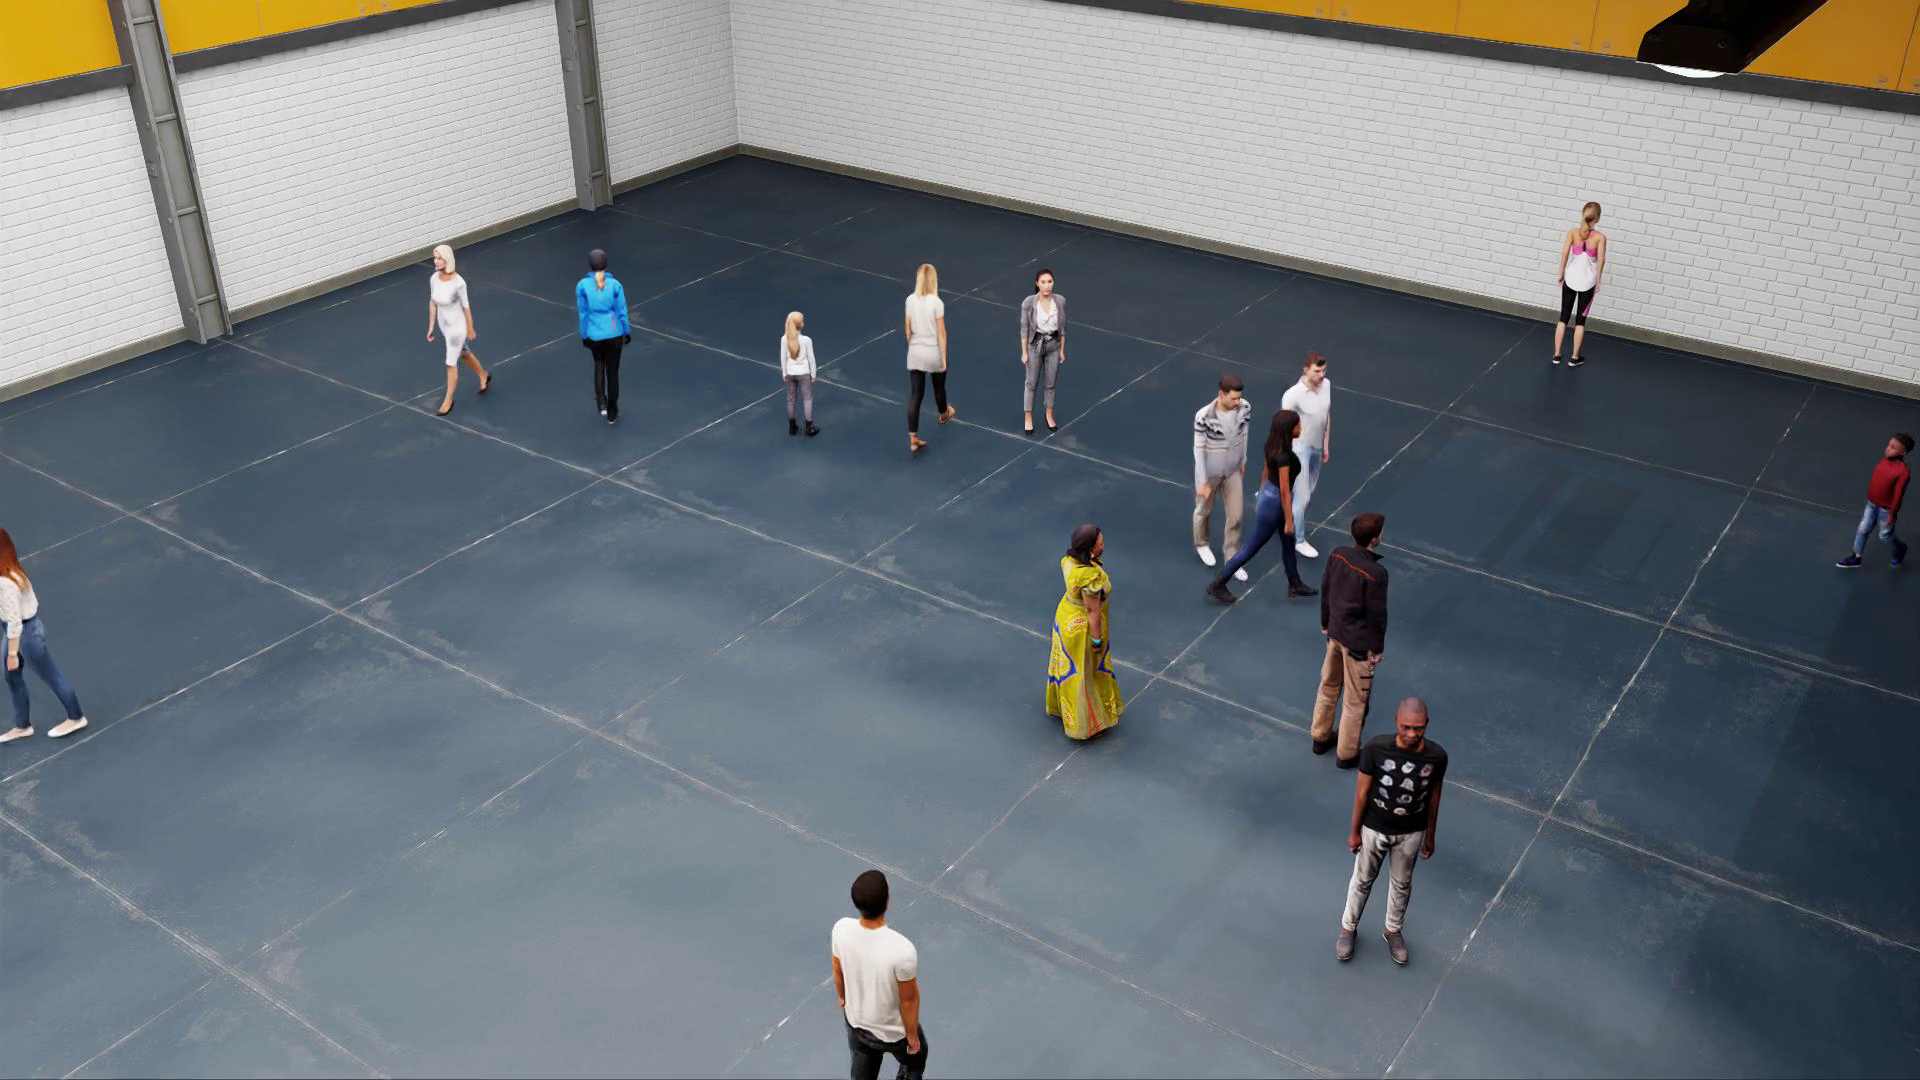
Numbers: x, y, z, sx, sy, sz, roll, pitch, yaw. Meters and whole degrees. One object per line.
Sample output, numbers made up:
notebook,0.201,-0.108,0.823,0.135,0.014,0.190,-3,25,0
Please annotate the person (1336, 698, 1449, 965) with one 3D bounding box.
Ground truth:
person,2.530,1.676,9.713,0.744,1.804,0.749,4,29,7

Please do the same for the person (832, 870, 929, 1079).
person,-0.450,2.454,8.300,0.711,1.792,0.681,14,32,24

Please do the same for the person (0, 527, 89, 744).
person,-6.480,0.644,11.702,0.922,1.711,0.757,-20,34,-32

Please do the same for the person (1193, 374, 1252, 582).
person,2.121,-0.616,13.904,1.005,1.816,1.044,-10,30,-17

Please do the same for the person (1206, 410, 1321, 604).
person,2.408,-0.217,13.298,1.131,1.695,1.162,-1,29,-2

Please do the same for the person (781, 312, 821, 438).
person,-1.589,-1.629,16.322,0.559,1.278,0.578,7,29,12

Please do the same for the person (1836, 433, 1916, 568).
person,7.800,-0.308,13.937,0.857,1.243,0.771,-7,29,-12

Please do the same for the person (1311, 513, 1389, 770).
person,2.689,0.675,11.424,0.729,1.924,0.779,-18,33,-29

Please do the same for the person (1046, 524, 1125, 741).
person,0.868,0.625,11.791,1.030,1.660,0.999,-8,30,-15

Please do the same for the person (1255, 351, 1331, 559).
person,2.872,-0.786,14.205,1.041,1.826,0.893,-18,33,-29

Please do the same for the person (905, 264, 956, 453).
person,-0.373,-1.693,15.930,0.851,1.765,1.281,10,30,18

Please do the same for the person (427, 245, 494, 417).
person,-5.079,-2.167,16.861,0.624,1.705,1.116,15,32,25

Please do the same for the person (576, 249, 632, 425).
person,-3.514,-1.967,16.413,0.729,1.783,0.762,1,29,2

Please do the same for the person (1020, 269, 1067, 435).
person,0.812,-1.859,16.325,0.721,1.679,0.789,-7,29,-12

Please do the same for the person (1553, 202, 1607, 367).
person,6.633,-2.739,17.827,0.605,1.786,0.506,20,34,32
